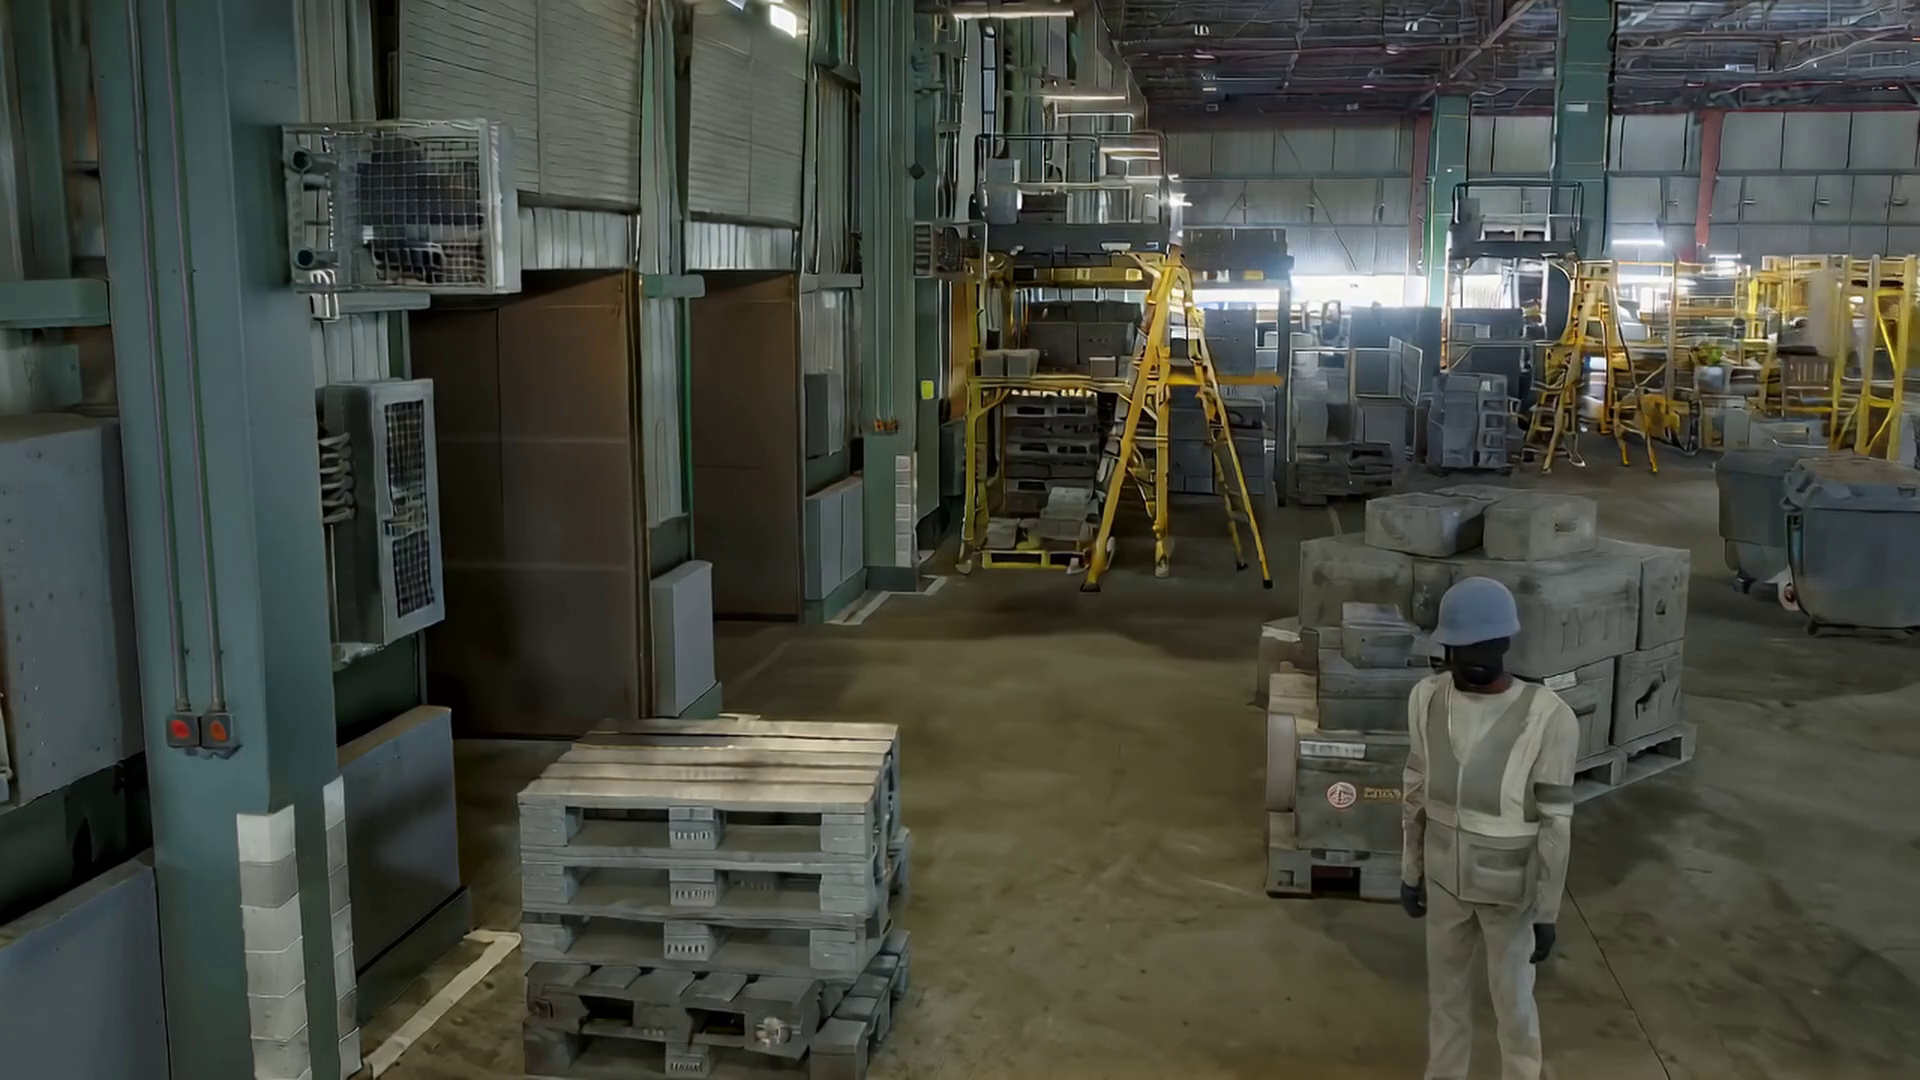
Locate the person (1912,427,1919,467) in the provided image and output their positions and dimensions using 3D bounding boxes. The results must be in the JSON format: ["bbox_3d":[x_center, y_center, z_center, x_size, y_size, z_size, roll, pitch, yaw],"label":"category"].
[{"bbox_3d":[10.196,-0.884,17.403,0.341,1.846,0.511,-2,9,-13],"label":"person"}]

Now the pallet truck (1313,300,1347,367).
[{"bbox_3d":[11.159,-6.200,49.718,0.823,1.965,1.885,4,10,26],"label":"pallet truck"}]

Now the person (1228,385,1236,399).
[{"bbox_3d":[5.690,-3.606,34.854,0.313,1.633,0.522,-2,10,-14],"label":"person"}]

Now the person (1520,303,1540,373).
[{"bbox_3d":[15.885,-5.625,46.354,0.630,1.940,0.372,-1,9,-7],"label":"person"}]

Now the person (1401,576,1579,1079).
[{"bbox_3d":[1.617,1.058,5.207,0.395,1.920,0.584,-8,12,-40],"label":"person"}]

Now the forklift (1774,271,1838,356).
[{"bbox_3d":[19.809,-4.804,38.393,1.873,2.768,1.129,1,9,9],"label":"forklift"}]

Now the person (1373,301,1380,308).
[{"bbox_3d":[13.148,-6.608,52.591,0.574,1.883,0.355,-8,12,-42],"label":"person"}]

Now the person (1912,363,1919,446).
[{"bbox_3d":[15.667,-2.363,26.854,0.484,1.738,0.319,-4,10,-25],"label":"person"}]

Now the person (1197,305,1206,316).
[{"bbox_3d":[6.418,-5.320,44.513,0.543,1.929,0.387,-9,13,-43],"label":"person"}]
